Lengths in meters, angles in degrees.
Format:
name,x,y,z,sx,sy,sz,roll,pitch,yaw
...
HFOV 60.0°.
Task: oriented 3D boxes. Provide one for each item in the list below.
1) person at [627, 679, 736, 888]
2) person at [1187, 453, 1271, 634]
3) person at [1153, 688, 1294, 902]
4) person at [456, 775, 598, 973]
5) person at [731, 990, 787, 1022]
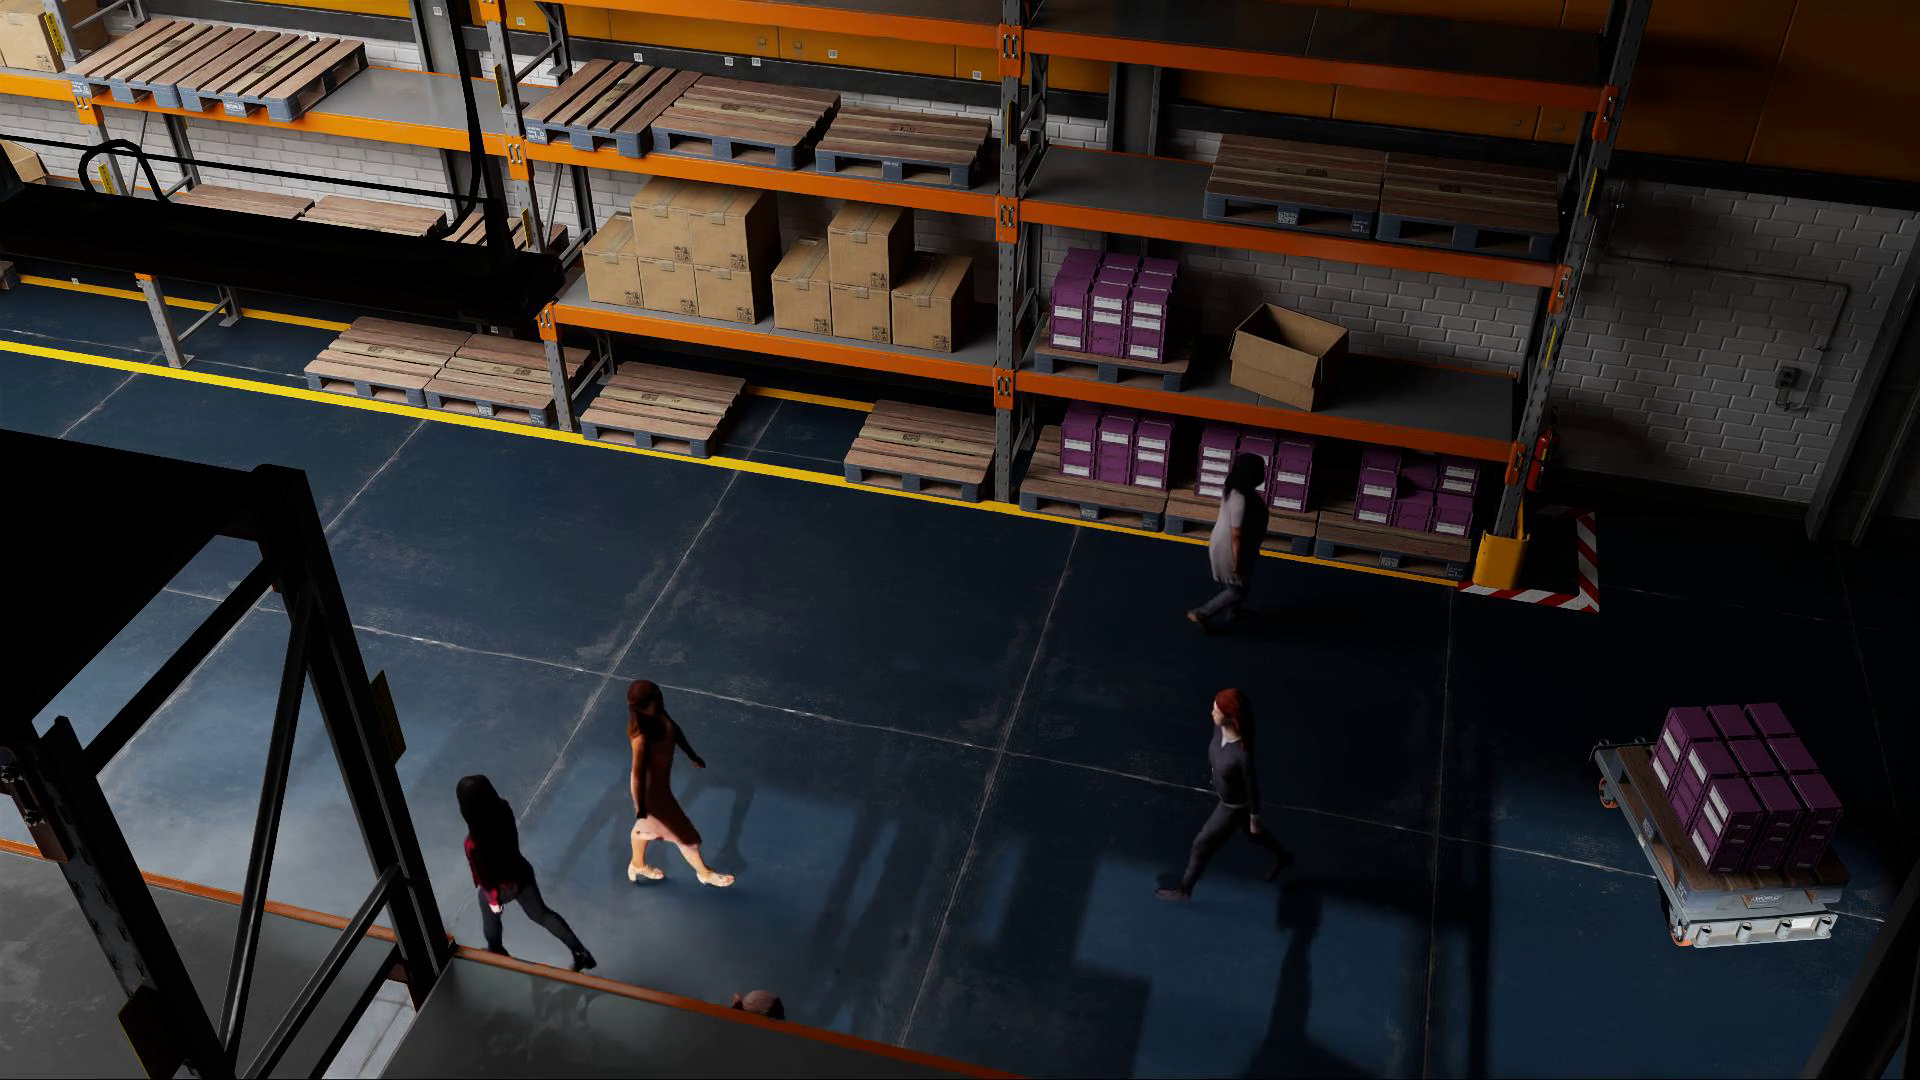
name,x,y,z,sx,sy,sz,roll,pitch,yaw
person,-1.981,1.528,10.245,0.999,1.801,0.781,-2,39,-3
person,1.982,0.036,12.274,0.920,1.599,0.777,-1,39,-2
person,1.769,1.587,10.228,1.263,1.729,0.995,-10,40,-13
person,-2.577,2.018,9.776,1.027,1.619,0.582,11,40,13
person,-1.075,2.870,8.625,1.125,1.724,0.726,18,42,21
